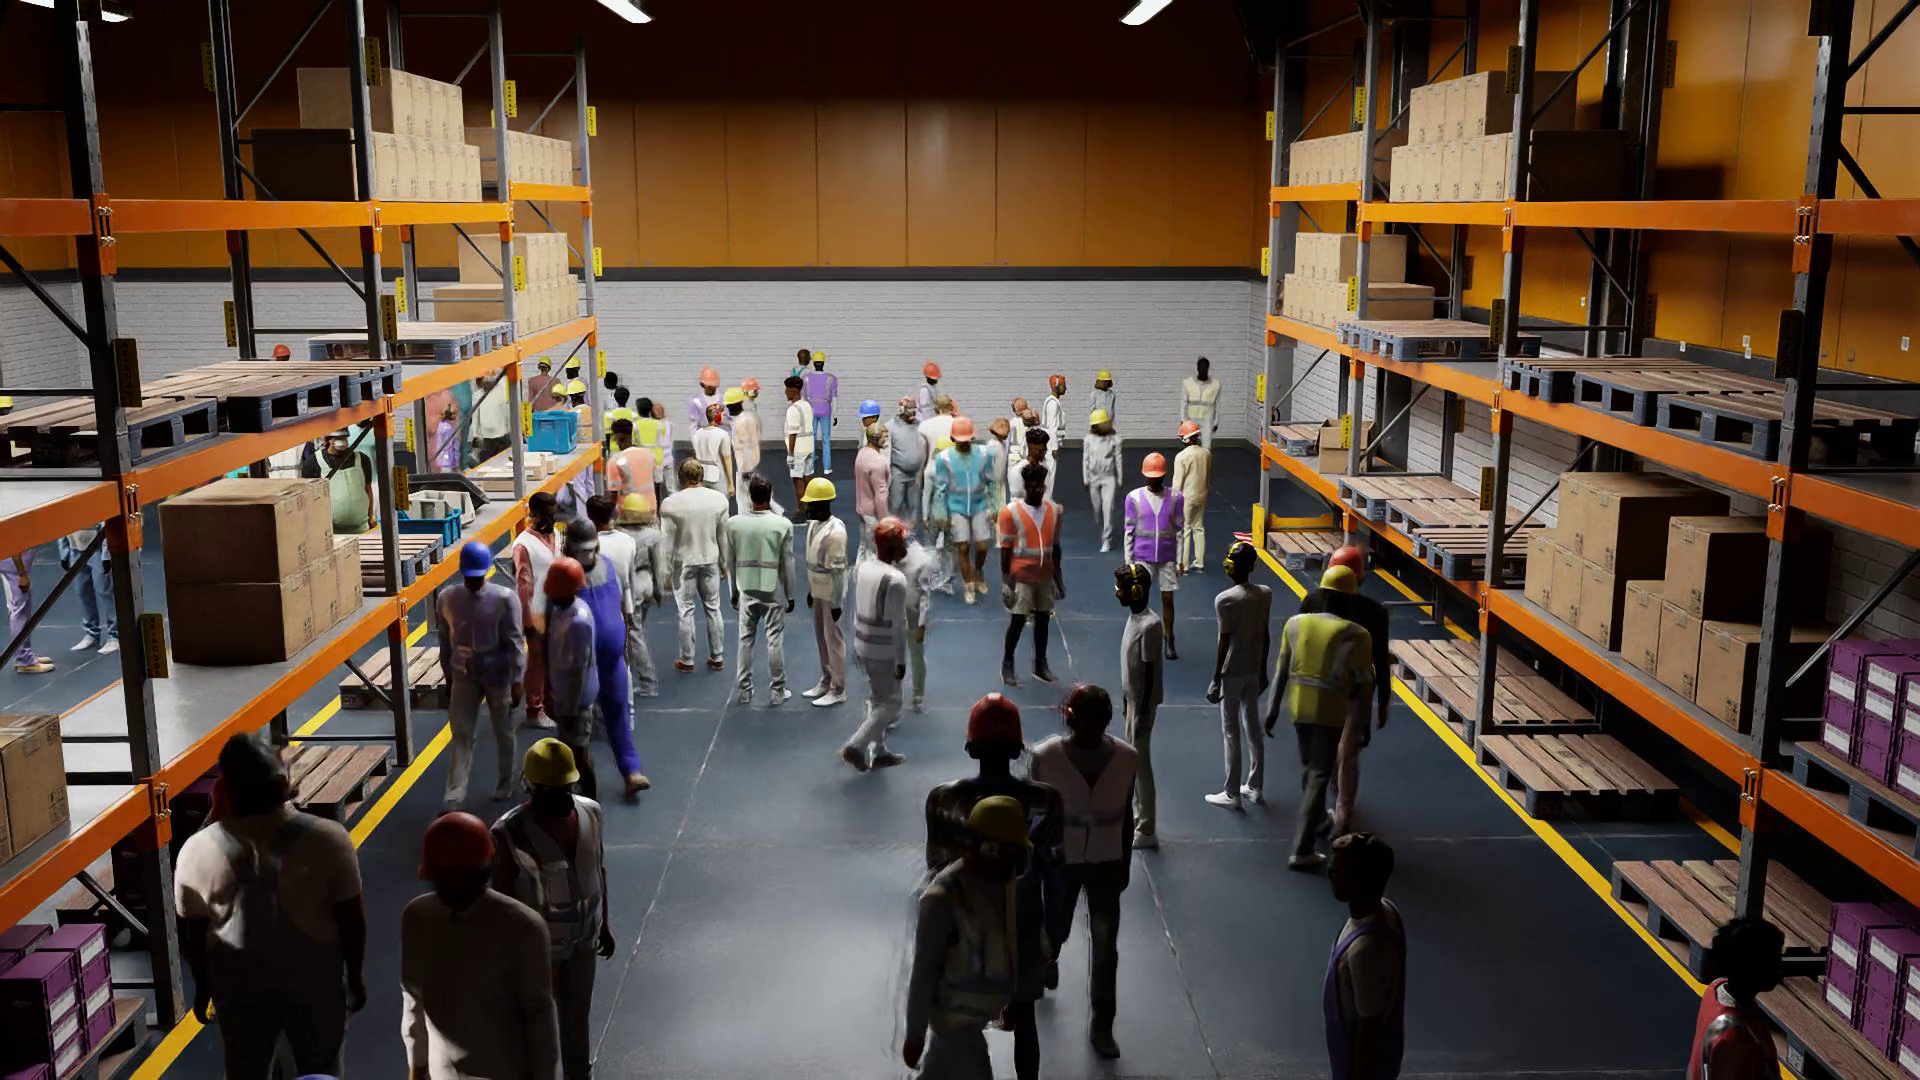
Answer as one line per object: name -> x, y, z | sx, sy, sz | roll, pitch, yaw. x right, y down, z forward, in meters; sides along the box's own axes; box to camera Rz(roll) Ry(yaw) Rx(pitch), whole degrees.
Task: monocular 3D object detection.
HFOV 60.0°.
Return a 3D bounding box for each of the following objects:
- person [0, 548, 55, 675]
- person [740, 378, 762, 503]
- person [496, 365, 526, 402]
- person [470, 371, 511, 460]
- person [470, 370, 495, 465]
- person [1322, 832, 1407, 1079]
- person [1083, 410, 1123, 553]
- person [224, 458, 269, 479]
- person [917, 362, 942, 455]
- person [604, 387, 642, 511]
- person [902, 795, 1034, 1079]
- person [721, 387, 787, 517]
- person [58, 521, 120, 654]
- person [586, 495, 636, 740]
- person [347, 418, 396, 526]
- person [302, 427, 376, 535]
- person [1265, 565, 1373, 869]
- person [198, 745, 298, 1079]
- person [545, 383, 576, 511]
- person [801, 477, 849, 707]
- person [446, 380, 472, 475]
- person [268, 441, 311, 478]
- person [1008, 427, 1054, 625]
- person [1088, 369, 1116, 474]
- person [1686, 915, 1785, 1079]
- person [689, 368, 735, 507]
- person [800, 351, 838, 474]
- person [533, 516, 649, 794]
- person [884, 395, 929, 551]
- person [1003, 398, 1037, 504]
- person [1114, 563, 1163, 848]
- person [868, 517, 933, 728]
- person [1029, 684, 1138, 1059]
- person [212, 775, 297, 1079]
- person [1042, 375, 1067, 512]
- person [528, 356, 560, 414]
person -> -8.337, 0.271, 14.768 | 0.345, 1.846, 0.507 | -7, 13, -31
person -> -2.932, -1.403, 23.377 | 0.321, 1.755, 0.564 | -2, 11, -9
person -> -6.871, -1.881, 25.608 | 0.584, 1.832, 0.994 | 4, 12, 21
person -> -6.530, -1.477, 23.273 | 0.668, 1.948, 0.503 | 5, 12, 24
person -> -7.613, -2.055, 26.750 | 0.672, 1.731, 0.500 | -8, 14, -36
person -> 1.483, 1.974, 6.226 | 0.331, 1.844, 0.519 | 4, 12, 19
person -> 1.754, -0.752, 20.247 | 0.500, 1.707, 0.771 | 4, 12, 19
person -> -7.712, -0.386, 18.051 | 0.567, 1.848, 0.389 | 3, 12, 13
person -> -0.506, -1.690, 24.517 | 0.561, 1.887, 0.640 | 2, 11, 10
person -> -4.579, -1.233, 22.681 | 0.532, 1.697, 0.320 | -3, 12, -14
person -> 0.026, 1.904, 6.801 | 0.950, 1.758, 0.643 | 6, 13, 28
person -> -2.632, -0.990, 20.988 | 0.703, 1.893, 0.608 | 1, 11, 4
person -> -8.090, 0.110, 15.435 | 0.592, 1.906, 0.414 | 4, 12, 20
person -> -2.749, 0.597, 12.982 | 0.386, 1.904, 0.603 | 8, 14, 33
person -> -6.843, -0.667, 19.243 | 0.628, 1.936, 0.374 | 0, 11, -1
person -> -6.214, -0.225, 16.760 | 0.685, 2.000, 0.538 | -8, 14, -35
person -> 2.309, 1.094, 10.610 | 0.640, 1.862, 0.930 | 9, 14, 37
person -> -3.072, 1.760, 7.350 | 0.429, 1.830, 0.634 | 1, 11, 4
person -> -5.437, -1.272, 22.759 | 0.534, 1.743, 0.722 | 5, 12, 22
person -> -1.125, 0.427, 13.810 | 0.389, 1.922, 0.589 | -5, 12, -25
person -> -7.699, -1.922, 25.610 | 0.408, 1.909, 0.642 | 2, 12, 12
person -> -7.749, -0.606, 19.170 | 0.570, 1.840, 0.372 | -6, 13, -26
person -> 0.724, -0.148, 16.571 | 0.368, 1.962, 0.603 | 8, 14, 34
person -> 2.129, -1.667, 24.743 | 0.487, 1.744, 0.294 | -8, 14, -34
person -> 2.699, 2.123, 5.849 | 0.315, 1.696, 0.541 | 4, 12, 19
person -> -3.293, -1.312, 22.292 | 0.653, 2.006, 0.522 | -4, 12, -21
person -> -2.186, -1.977, 25.863 | 0.588, 1.919, 0.401 | 0, 11, 1
person -> -2.592, 0.789, 11.678 | 0.688, 2.000, 1.008 | -7, 13, -31
person -> -0.641, -0.784, 19.931 | 0.652, 1.902, 0.398 | -7, 14, -33
person -> 0.787, -1.056, 21.936 | 0.525, 1.639, 0.307 | -6, 13, -27
person -> 1.135, 1.065, 10.772 | 0.350, 1.856, 0.519 | -1, 11, -6
person -> -0.484, 0.637, 13.332 | 0.533, 1.682, 0.881 | 2, 11, 9
person -> 0.593, 1.572, 8.289 | 0.576, 1.819, 0.791 | -2, 11, -11
person -> -3.091, 1.815, 7.279 | 0.562, 1.742, 0.337 | -1, 11, -4
person -> 1.271, -1.311, 22.636 | 0.355, 1.877, 0.574 | 1, 11, 3
person -> -6.666, -2.077, 26.777 | 0.535, 1.753, 0.341 | -1, 11, -5
